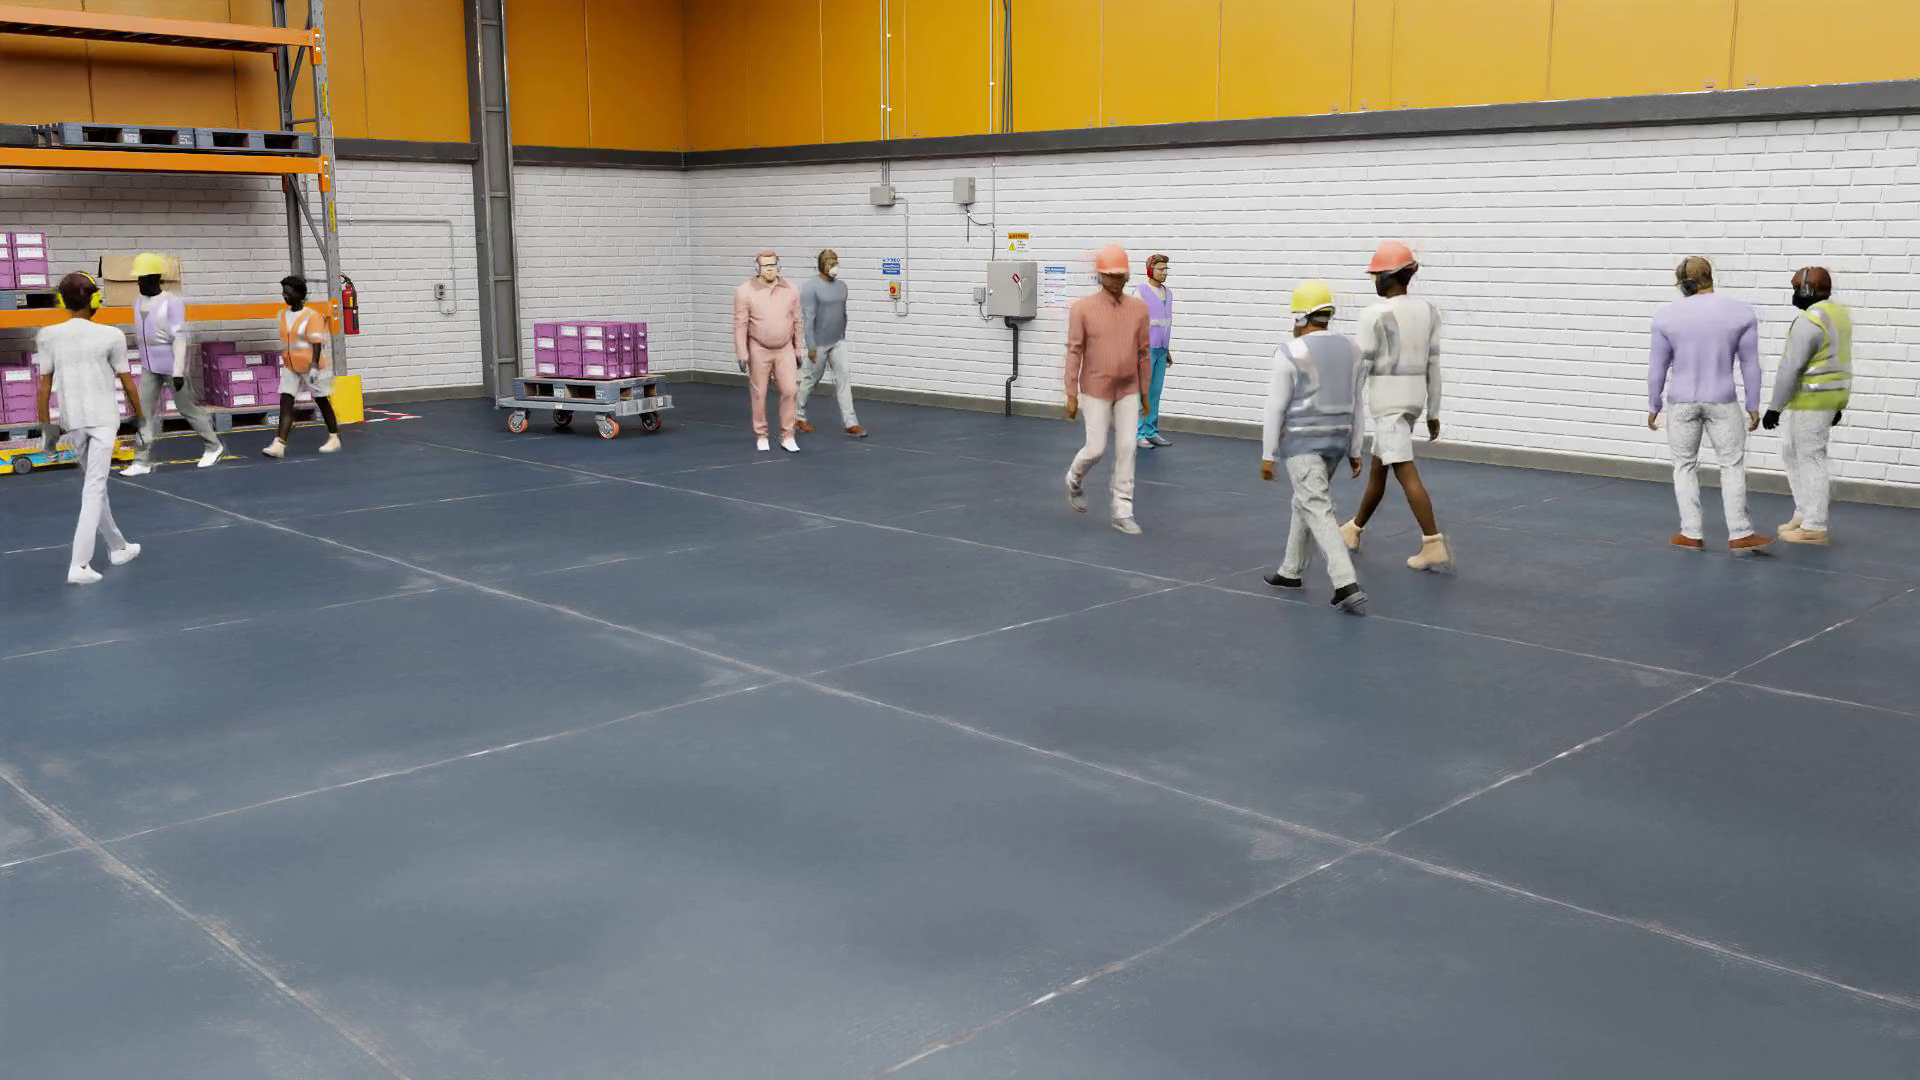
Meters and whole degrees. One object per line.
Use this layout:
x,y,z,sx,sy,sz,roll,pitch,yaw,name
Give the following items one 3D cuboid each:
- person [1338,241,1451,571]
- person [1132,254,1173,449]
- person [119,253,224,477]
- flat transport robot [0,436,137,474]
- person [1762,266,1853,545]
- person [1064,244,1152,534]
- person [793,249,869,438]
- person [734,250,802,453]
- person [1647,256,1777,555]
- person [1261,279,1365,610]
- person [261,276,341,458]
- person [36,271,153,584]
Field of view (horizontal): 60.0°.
2.648,-0.824,10.205,0.625,1.983,1.113,-7,12,-33,person
1.822,-1.798,15.890,0.373,1.840,0.572,8,13,39,person
-6.792,-1.514,14.264,0.598,1.879,1.013,4,11,23,person
-8.016,-0.761,14.524,0.652,0.197,1.431,7,13,35,flat transport robot
5.588,-0.883,10.963,0.502,1.815,0.655,9,14,40,person
0.989,-1.044,11.463,0.631,1.974,0.716,-4,11,-21,person
-1.373,-1.993,16.848,1.033,1.890,0.651,10,14,43,person
-1.755,-1.740,15.467,0.673,1.879,0.729,-4,11,-20,person
4.826,-0.859,10.643,0.834,1.892,0.372,4,11,23,person
1.971,-0.523,9.118,0.607,1.792,0.908,-6,12,-29,person
-6.039,-1.581,15.225,0.549,1.646,0.865,4,11,21,person
-5.142,-0.679,9.876,0.525,1.818,1.001,0,10,-1,person
